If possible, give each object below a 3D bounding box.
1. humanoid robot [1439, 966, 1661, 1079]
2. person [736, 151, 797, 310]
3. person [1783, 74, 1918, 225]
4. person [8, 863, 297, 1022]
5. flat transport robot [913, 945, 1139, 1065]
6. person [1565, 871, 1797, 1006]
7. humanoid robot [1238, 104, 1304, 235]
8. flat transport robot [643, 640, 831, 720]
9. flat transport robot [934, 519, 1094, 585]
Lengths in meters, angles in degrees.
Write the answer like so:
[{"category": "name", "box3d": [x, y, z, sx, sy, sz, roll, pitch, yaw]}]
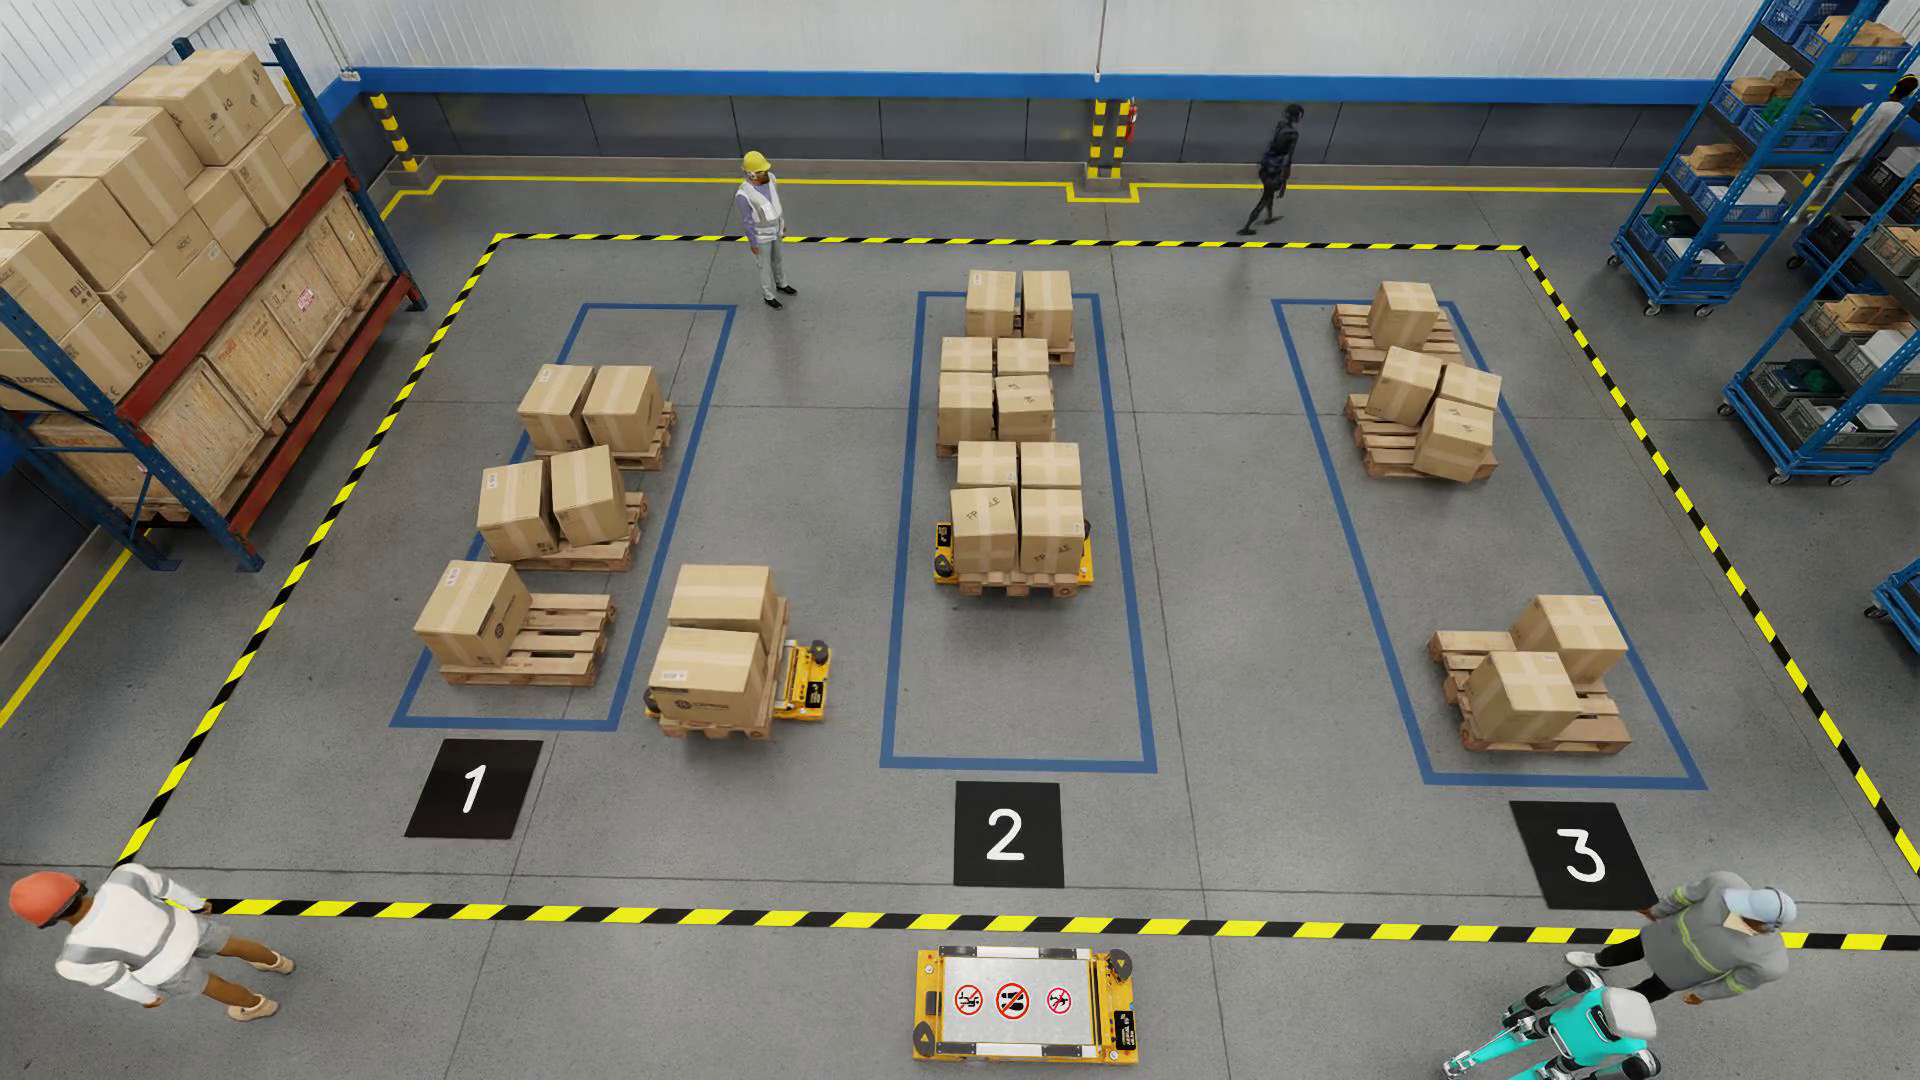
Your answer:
[{"category": "humanoid robot", "box3d": [3.106, 2.886, 5.098, 0.735, 1.677, 0.533, -12, 52, -10]}, {"category": "person", "box3d": [-2.167, -3.480, 10.309, 0.404, 1.836, 0.599, 24, 55, 18]}, {"category": "person", "box3d": [11.070, -4.798, 11.372, 0.513, 1.864, 0.320, 13, 52, 10]}, {"category": "person", "box3d": [-4.689, 2.396, 5.390, 0.379, 2.039, 0.614, 1, 51, 1]}, {"category": "flat transport robot", "box3d": [0.422, 3.041, 6.007, 1.431, 0.231, 0.659, 1, 51, 1]}, {"category": "person", "box3d": [4.306, 2.448, 5.472, 0.406, 1.847, 0.589, -2, 51, -2]}, {"category": "humanoid robot", "box3d": [3.920, -4.545, 11.289, 0.667, 1.634, 0.589, -8, 51, -7]}, {"category": "flat transport robot", "box3d": [-1.818, 1.135, 7.542, 1.431, 0.197, 0.652, 1, 51, 1]}, {"category": "flat transport robot", "box3d": [0.490, 0.087, 8.397, 1.431, 0.197, 0.652, 1, 51, 1]}]
